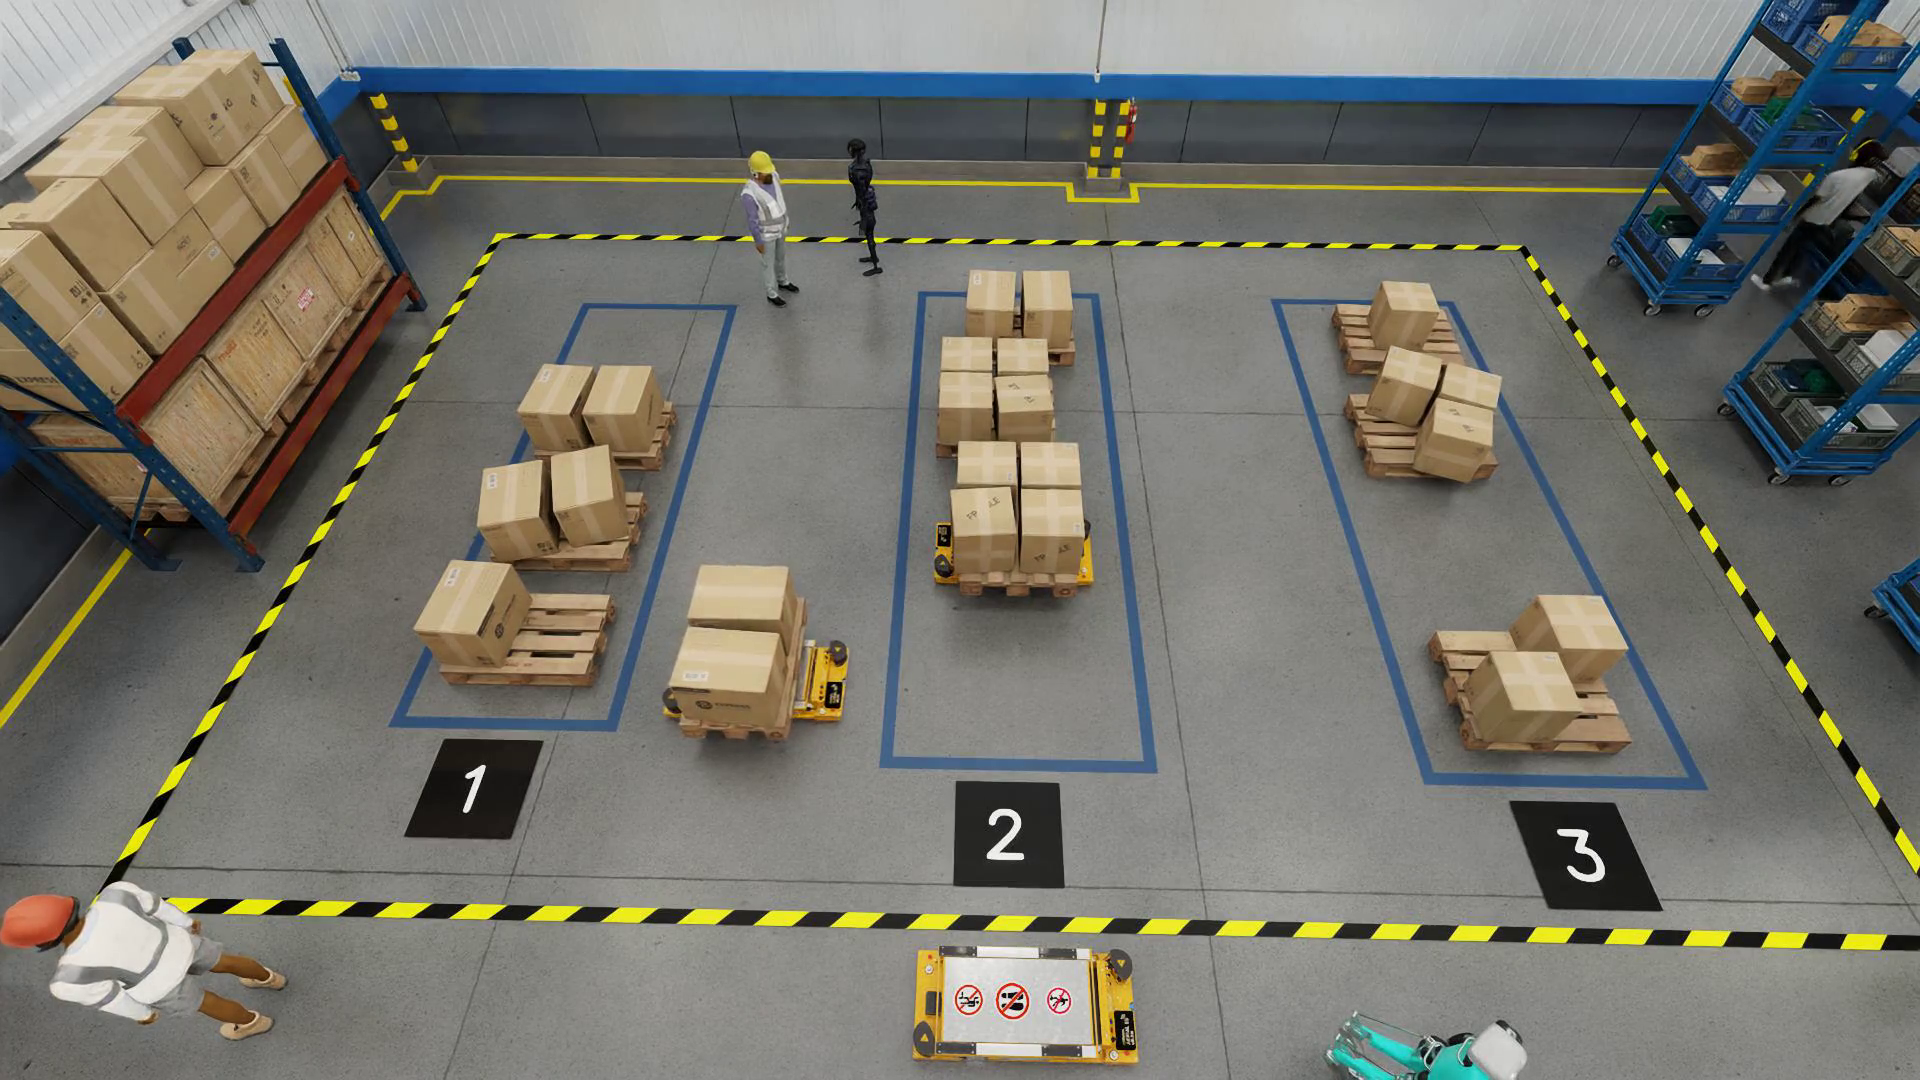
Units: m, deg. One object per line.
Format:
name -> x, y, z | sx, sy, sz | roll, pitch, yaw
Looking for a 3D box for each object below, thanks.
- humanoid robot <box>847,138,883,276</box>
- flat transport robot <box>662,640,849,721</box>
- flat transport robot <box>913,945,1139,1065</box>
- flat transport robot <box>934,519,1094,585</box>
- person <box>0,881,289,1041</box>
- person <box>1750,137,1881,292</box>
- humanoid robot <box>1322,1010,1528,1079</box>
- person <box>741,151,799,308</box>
humanoid robot -> -1.125, -3.892, 10.742 | 0.315, 1.654, 0.599 | -7, 51, -6
flat transport robot -> -1.662, 1.138, 7.540 | 1.431, 0.197, 0.652 | 1, 51, 1
flat transport robot -> 0.422, 3.041, 6.007 | 1.431, 0.231, 0.659 | 1, 51, 1
flat transport robot -> 0.490, 0.087, 8.397 | 1.431, 0.197, 0.652 | 1, 51, 1
person -> -4.666, 2.473, 5.324 | 0.366, 2.048, 0.606 | -2, 51, -2
person -> 9.753, -3.689, 10.468 | 0.552, 1.855, 0.393 | 0, 51, 0
humanoid robot -> 2.439, 2.858, 5.122 | 0.533, 1.677, 0.735 | -36, 59, -26
person -> -2.128, -3.507, 10.347 | 0.422, 1.832, 0.600 | 20, 54, 16
